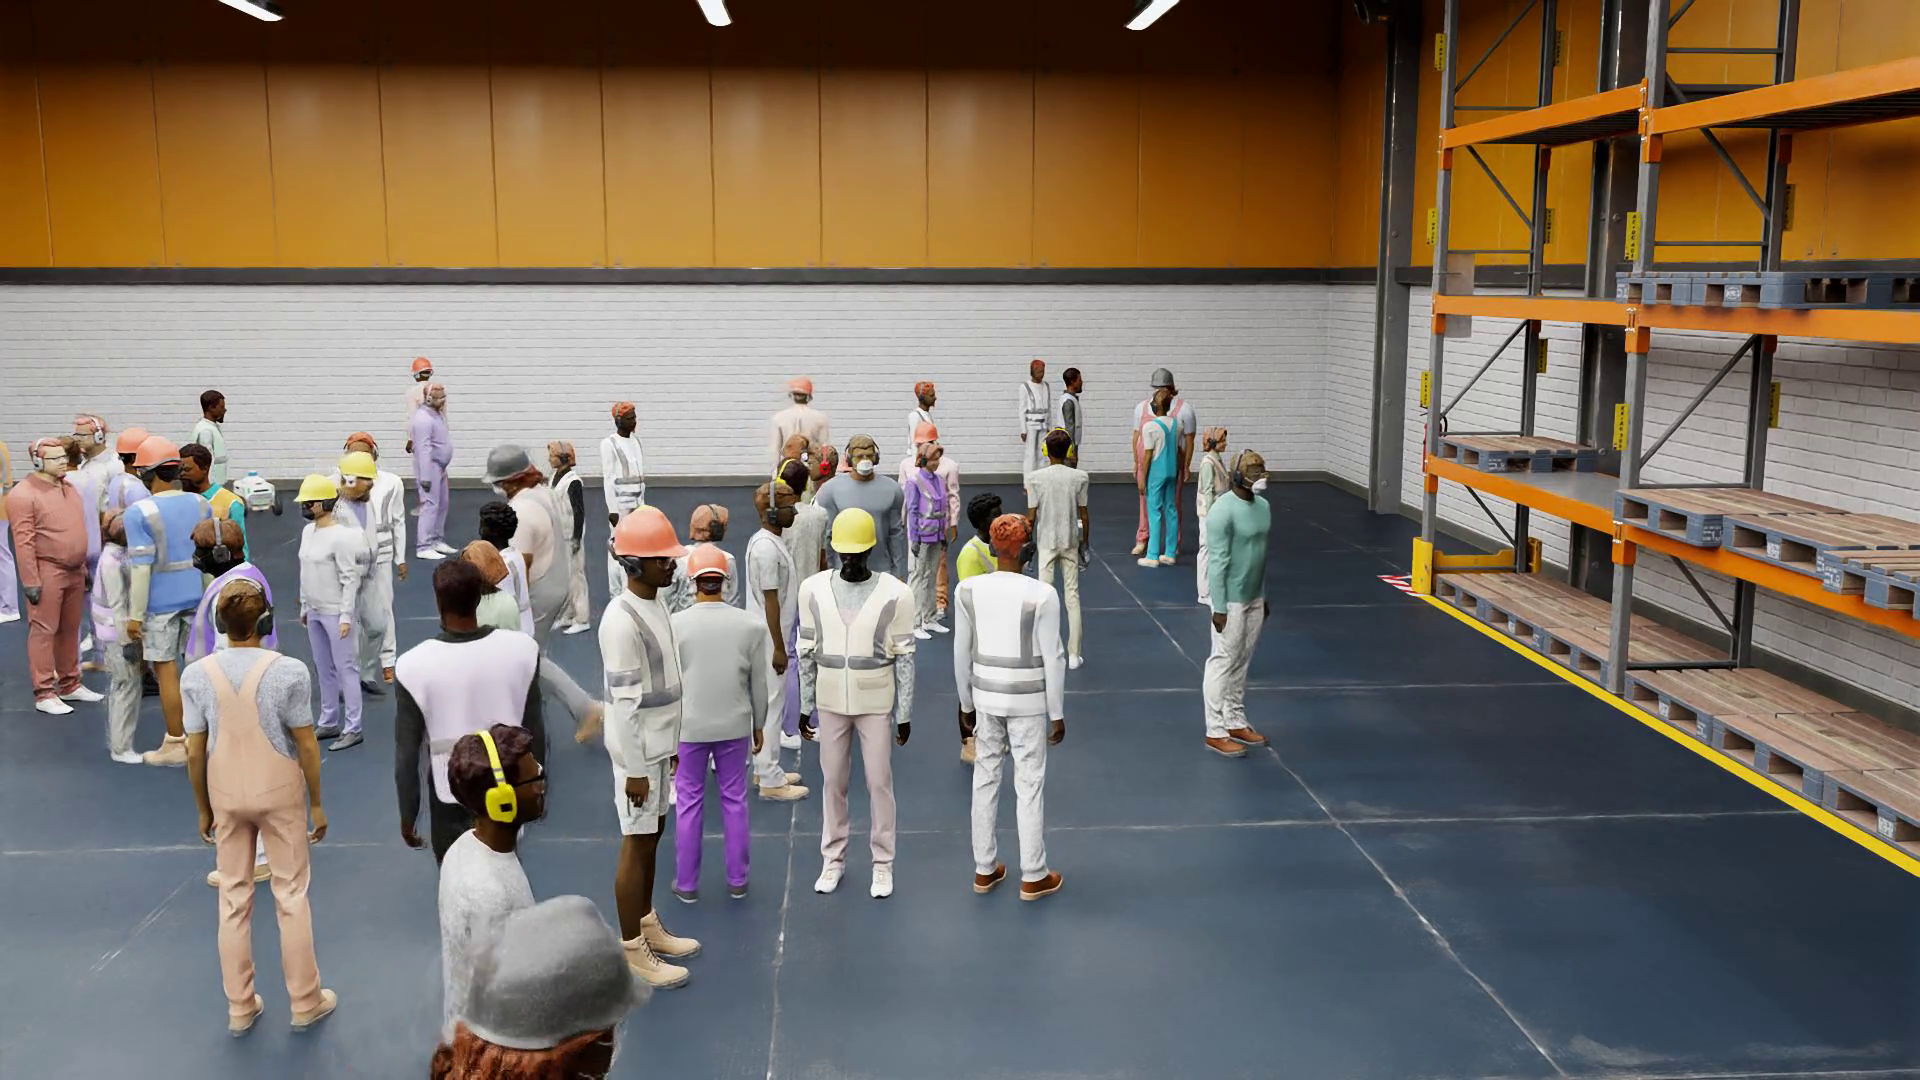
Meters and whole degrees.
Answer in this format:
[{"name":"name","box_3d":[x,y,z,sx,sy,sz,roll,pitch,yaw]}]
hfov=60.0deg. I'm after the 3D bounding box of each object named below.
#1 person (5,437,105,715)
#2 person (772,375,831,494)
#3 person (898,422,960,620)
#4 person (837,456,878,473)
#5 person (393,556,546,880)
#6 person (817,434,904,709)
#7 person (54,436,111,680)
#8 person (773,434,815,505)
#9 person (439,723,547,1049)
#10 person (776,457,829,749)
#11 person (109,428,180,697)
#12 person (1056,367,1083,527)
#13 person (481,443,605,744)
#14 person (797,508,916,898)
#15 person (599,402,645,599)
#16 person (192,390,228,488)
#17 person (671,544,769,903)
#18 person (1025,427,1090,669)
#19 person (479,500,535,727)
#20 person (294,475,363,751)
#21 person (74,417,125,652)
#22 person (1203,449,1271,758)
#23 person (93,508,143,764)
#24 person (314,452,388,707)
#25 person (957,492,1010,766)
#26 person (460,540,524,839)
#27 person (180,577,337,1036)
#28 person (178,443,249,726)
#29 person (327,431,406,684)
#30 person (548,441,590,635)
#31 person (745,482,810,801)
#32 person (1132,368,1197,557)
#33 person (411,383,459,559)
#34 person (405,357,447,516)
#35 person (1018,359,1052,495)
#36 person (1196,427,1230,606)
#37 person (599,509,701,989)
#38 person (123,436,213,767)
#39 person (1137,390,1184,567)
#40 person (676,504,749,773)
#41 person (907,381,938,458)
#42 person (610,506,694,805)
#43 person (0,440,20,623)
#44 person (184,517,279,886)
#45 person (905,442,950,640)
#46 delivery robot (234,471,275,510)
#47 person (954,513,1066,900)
[{"name":"person","box_3d":[-6.272,0.239,11.574,0.406,1.910,0.639,1,9,6]},{"name":"person","box_3d":[-1.656,-0.734,17.457,0.621,1.977,0.534,1,9,6]},{"name":"person","box_3d":[-0.287,-0.166,14.597,0.576,1.749,0.335,2,9,14]},{"name":"person","box_3d":[-0.747,0.192,12.352,0.324,1.752,0.560,-1,9,-4]},{"name":"person","box_3d":[-1.973,1.011,6.717,0.612,1.908,0.440,-7,11,-36]},{"name":"person","box_3d":[-0.676,0.230,11.532,0.627,1.940,0.373,-3,10,-20]},{"name":"person","box_3d":[-6.627,0.133,12.487,0.346,1.834,0.518,4,10,21]},{"name":"person","box_3d":[-1.463,-0.128,14.771,0.279,1.628,0.504,7,12,39]},{"name":"person","box_3d":[-1.190,1.398,4.398,0.326,1.876,0.520,-4,10,-23]},{"name":"person","box_3d":[-1.062,0.401,10.669,0.328,1.874,0.512,9,12,43]},{"name":"person","box_3d":[-5.898,0.156,12.003,0.371,1.935,0.551,-8,12,-41]},{"name":"person","box_3d":[1.319,-1.116,20.038,0.384,1.921,0.596,0,9,1]},{"name":"person","box_3d":[-2.662,0.327,10.603,0.770,2.000,0.708,1,9,4]},{"name":"person","box_3d":[-0.508,0.788,8.098,0.586,1.919,0.394,2,9,11]},{"name":"person","box_3d":[-3.032,-0.313,15.122,0.355,1.882,0.576,3,10,18]},{"name":"person","box_3d":[-7.327,-0.511,16.292,0.396,1.911,0.587,-3,10,-20]},{"name":"person","box_3d":[-1.208,0.884,8.062,0.573,1.738,0.355,-3,10,-20]},{"name":"person","box_3d":[0.746,0.067,12.769,0.512,1.873,0.329,-1,9,-4]},{"name":"person","box_3d":[-2.698,0.610,9.901,0.320,1.695,0.538,-1,9,-6]},{"name":"person","box_3d":[-4.051,0.460,10.630,0.524,1.769,0.314,7,11,36]},{"name":"person","box_3d":[-6.873,-0.029,13.261,0.641,1.908,0.407,4,10,23]},{"name":"person","box_3d":[1.774,0.385,10.560,0.375,1.939,0.628,7,11,38]},{"name":"person","box_3d":[-5.220,0.582,10.376,0.319,1.608,0.706,-4,10,-26]},{"name":"person","box_3d":[-4.271,0.282,11.634,0.507,1.796,0.617,3,10,20]},{"name":"person","box_3d":[0.147,0.545,10.312,0.320,1.698,0.531,3,10,18]},{"name":"person","box_3d":[-2.524,0.808,8.860,0.500,1.633,0.285,7,11,36]},{"name":"person","box_3d":[-2.789,1.059,6.619,0.506,1.847,0.343,-1,9,-5]},{"name":"person","box_3d":[-5.028,0.303,11.138,0.597,1.917,0.374,3,9,18]},{"name":"person","box_3d":[-4.380,0.141,12.268,0.573,1.883,0.356,-3,10,-19]},{"name":"person","box_3d":[-3.325,-0.024,14.063,0.312,1.639,0.518,-7,11,-36]},{"name":"person","box_3d":[-1.072,0.579,9.634,0.344,1.847,0.505,-2,9,-11]},{"name":"person","box_3d":[2.161,-0.831,17.874,0.681,2.000,0.536,4,10,24]},{"name":"person","box_3d":[-5.619,-0.736,17.768,0.407,1.889,0.654,-1,9,-4]},{"name":"person","box_3d":[-6.731,-1.300,20.961,0.384,1.993,0.623,6,11,31]},{"name":"person","box_3d":[1.043,-1.541,22.854,0.589,1.878,0.370,-8,12,-42]},{"name":"person","box_3d":[2.322,-0.220,15.294,0.307,1.641,0.514,3,9,16]},{"name":"person","box_3d":[-1.323,0.879,7.132,0.378,2.044,0.607,0,9,2]},{"name":"person","box_3d":[-4.893,0.378,10.276,0.379,2.041,0.616,4,10,21]},{"name":"person","box_3d":[2.077,-0.636,17.263,0.508,1.846,0.345,-6,11,-33]},{"name":"person","box_3d":[-1.533,0.597,10.174,0.523,1.636,0.311,7,12,38]},{"name":"person","box_3d":[-0.391,-0.771,17.992,0.354,1.883,0.573,2,9,13]},{"name":"person","box_3d":[-1.759,0.659,9.481,0.485,1.734,0.321,1,9,3]},{"name":"person","box_3d":[-8.422,-0.232,14.469,0.365,1.928,0.585,-5,10,-28]},{"name":"person","box_3d":[-3.629,0.794,8.324,0.429,1.837,0.626,-3,9,-16]},{"name":"person","box_3d":[-0.278,0.000,13.923,0.309,1.637,0.512,5,10,30]},{"name":"delivery robot","box_3d":[-8.890,-0.625,20.938,0.477,0.478,0.707,-7,11,-36]},{"name":"person","box_3d":[0.249,0.807,8.086,0.573,1.883,0.355,5,10,27]}]
